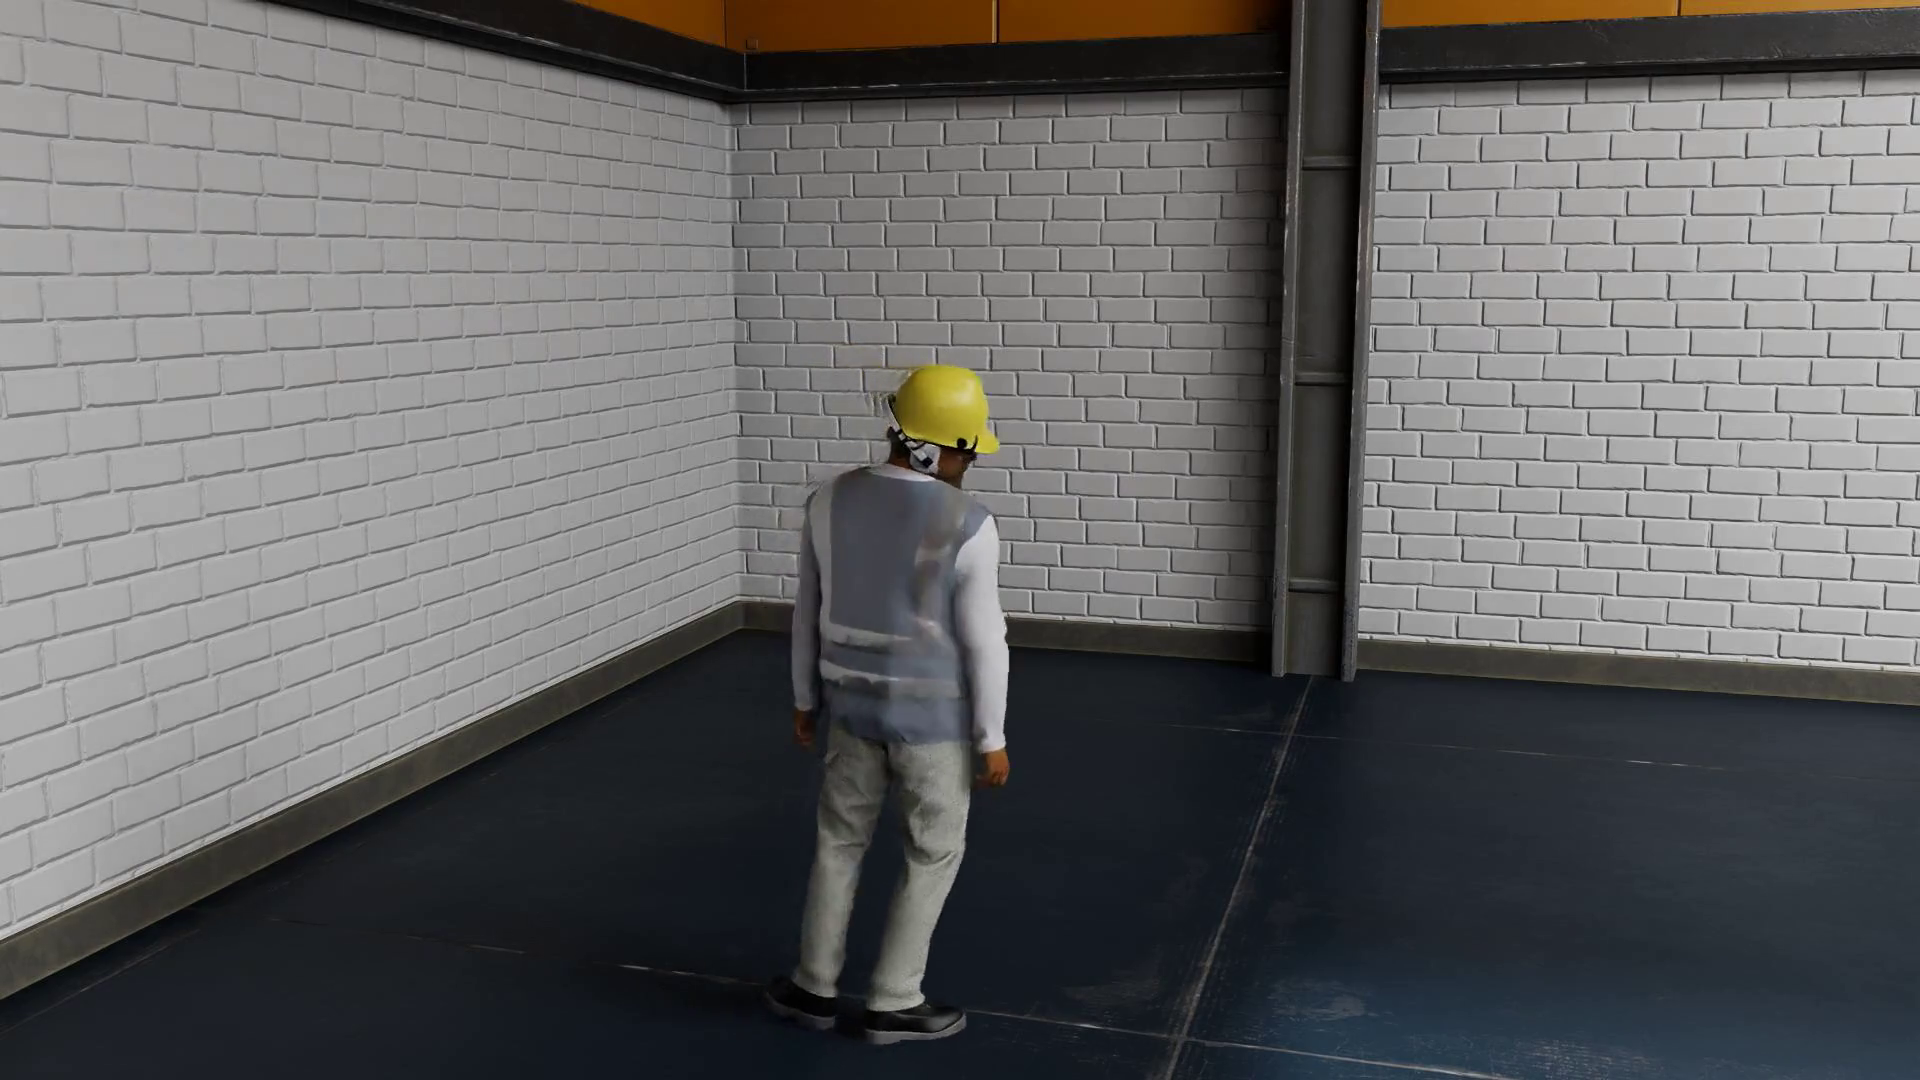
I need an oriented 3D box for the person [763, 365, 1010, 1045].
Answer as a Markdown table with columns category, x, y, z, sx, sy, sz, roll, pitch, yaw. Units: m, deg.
| category | x | y | z | sx | sy | sz | roll | pitch | yaw |
| --- | --- | --- | --- | --- | --- | --- | --- | --- | --- |
| person | -0.205 | 0.432 | 4.347 | 0.764 | 1.783 | 0.403 | 5 | 11 | 30 |
